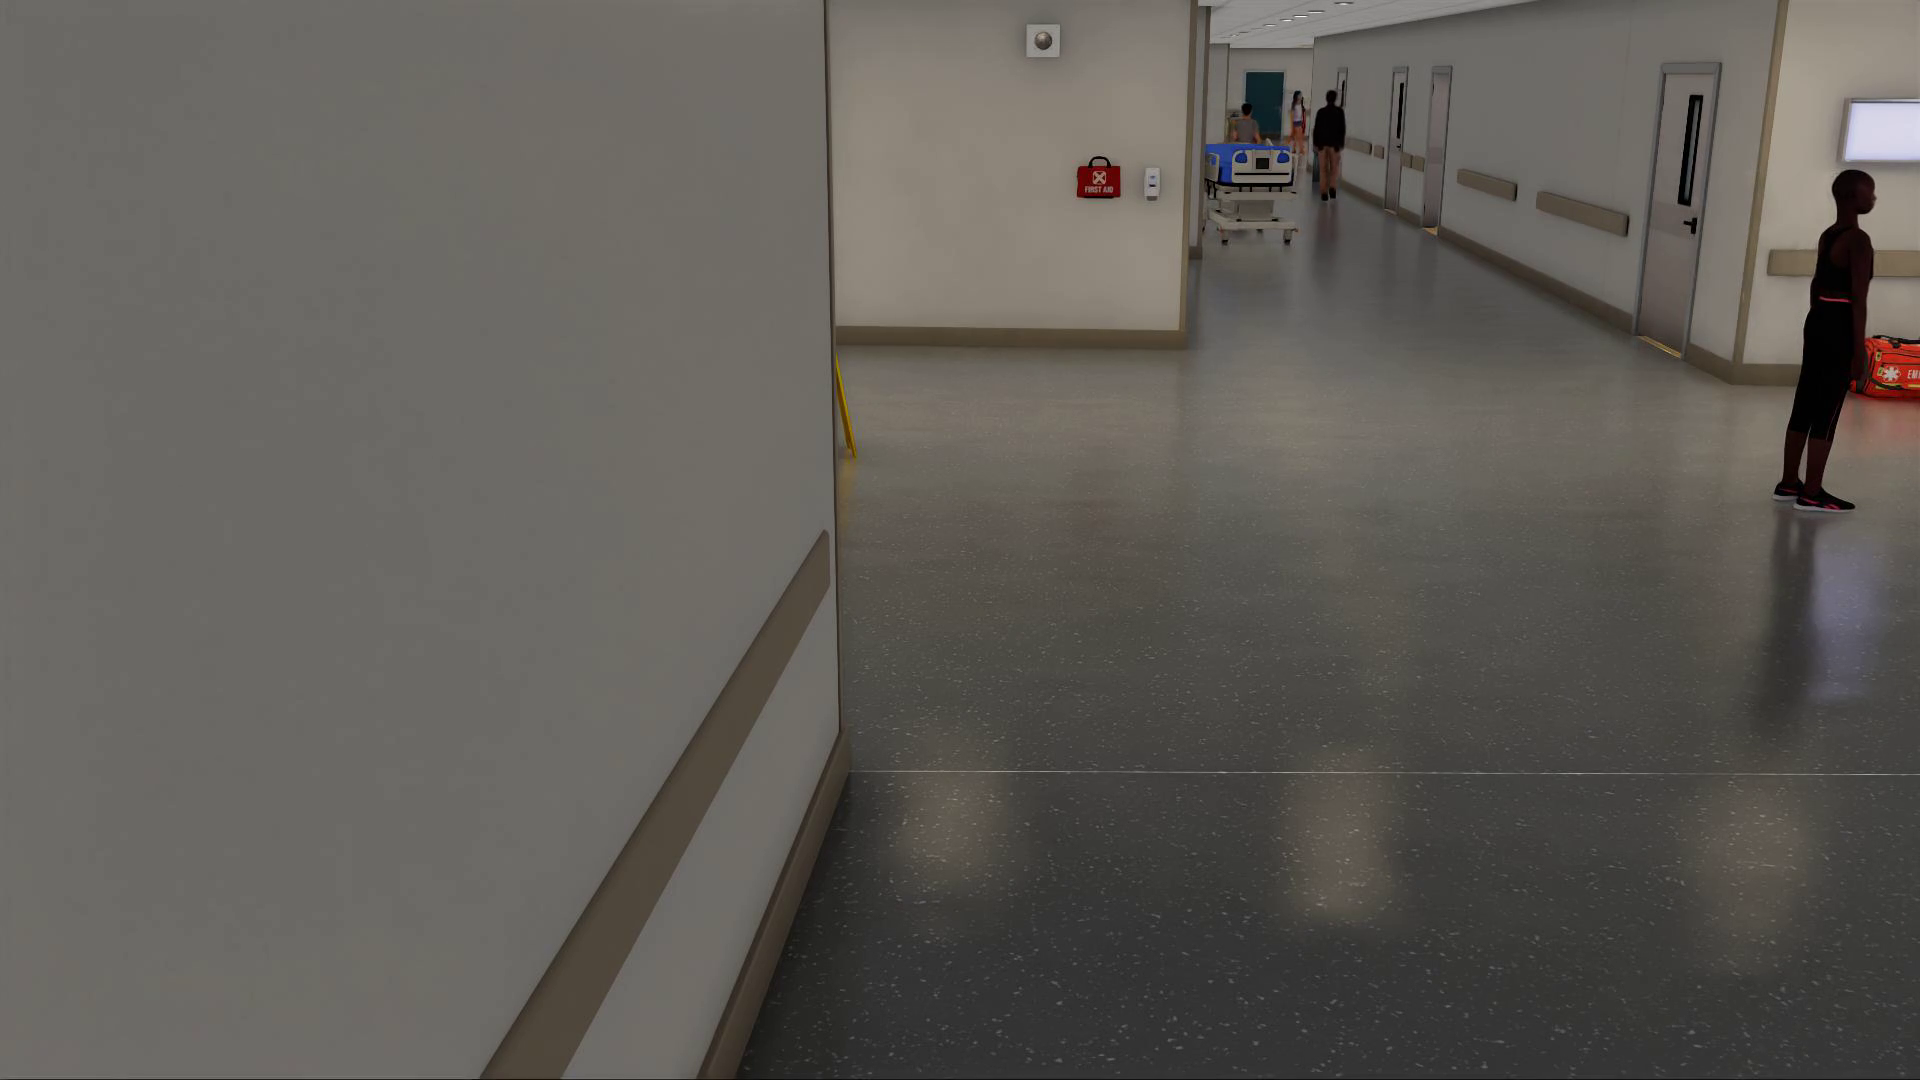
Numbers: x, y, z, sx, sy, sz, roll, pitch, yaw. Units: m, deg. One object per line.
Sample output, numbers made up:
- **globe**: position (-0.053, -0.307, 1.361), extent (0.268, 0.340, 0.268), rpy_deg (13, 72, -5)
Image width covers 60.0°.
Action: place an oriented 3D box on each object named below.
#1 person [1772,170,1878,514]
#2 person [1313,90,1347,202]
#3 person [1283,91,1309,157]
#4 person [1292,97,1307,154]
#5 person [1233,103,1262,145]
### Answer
- **person**: position (4.550, -1.010, 8.718), extent (0.561, 1.693, 0.616), rpy_deg (-1, 16, -2)
- **person**: position (6.550, -6.980, 29.483), extent (0.599, 1.915, 0.756), rpy_deg (1, 16, 5)
- **person**: position (9.033, -11.256, 45.066), extent (1.218, 1.689, 0.978), rpy_deg (10, 19, 32)
- **person**: position (9.631, -11.809, 47.262), extent (0.647, 1.554, 0.706), rpy_deg (9, 18, 28)
- **person**: position (5.028, -6.867, 29.523), extent (1.068, 1.676, 1.005), rpy_deg (11, 19, 34)
